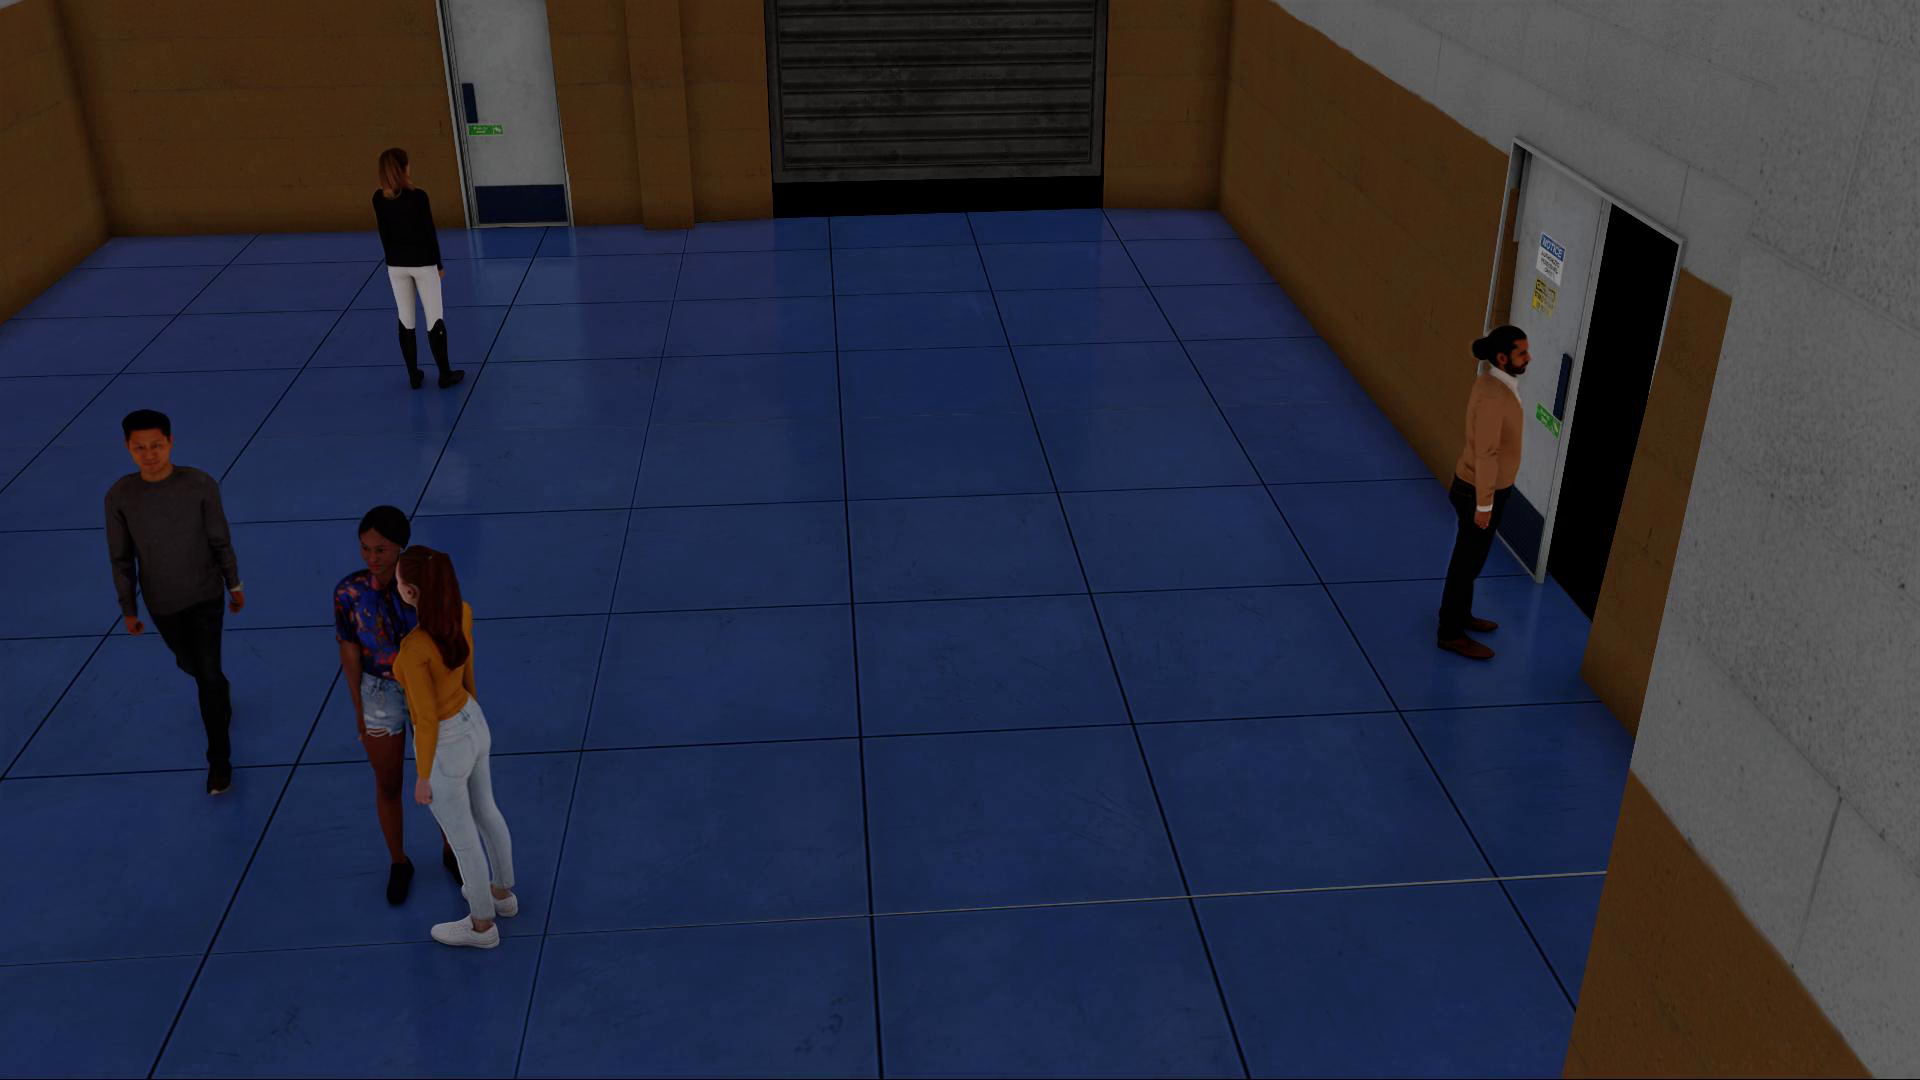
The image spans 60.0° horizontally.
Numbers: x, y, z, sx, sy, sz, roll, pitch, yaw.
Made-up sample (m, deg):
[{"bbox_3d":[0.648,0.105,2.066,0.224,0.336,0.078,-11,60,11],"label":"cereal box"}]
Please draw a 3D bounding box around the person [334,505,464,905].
[{"bbox_3d":[-2.239,0.653,6.707,0.542,1.745,0.699,-10,28,-18],"label":"person"}]

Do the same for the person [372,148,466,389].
[{"bbox_3d":[-3.866,-1.914,11.760,0.541,1.736,0.660,2,27,4],"label":"person"}]

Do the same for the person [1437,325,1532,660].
[{"bbox_3d":[2.674,-0.263,8.497,0.729,1.754,0.748,9,28,17],"label":"person"}]

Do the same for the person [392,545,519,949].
[{"bbox_3d":[-1.950,0.802,6.409,0.644,1.750,0.659,7,28,13],"label":"person"}]

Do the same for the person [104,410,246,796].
[{"bbox_3d":[-3.519,0.222,7.569,1.098,1.735,0.857,-22,34,-36],"label":"person"}]
